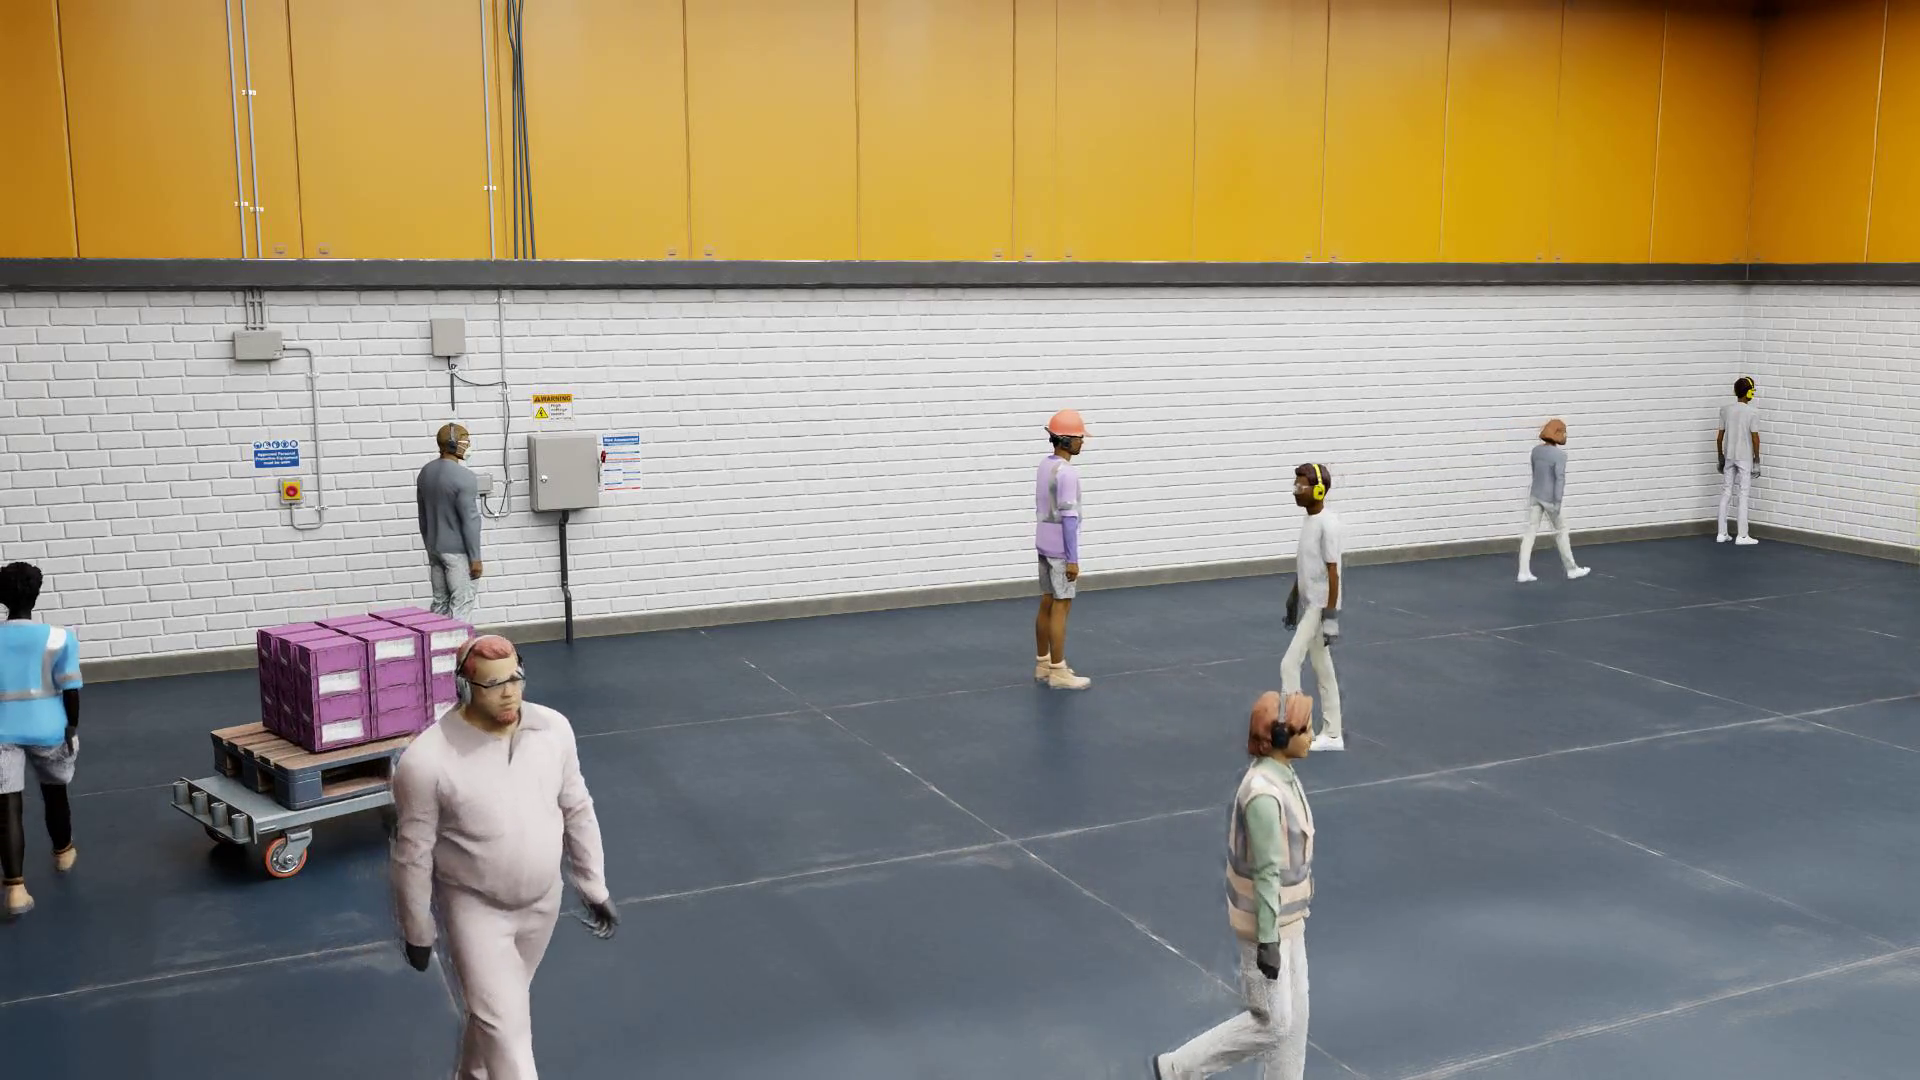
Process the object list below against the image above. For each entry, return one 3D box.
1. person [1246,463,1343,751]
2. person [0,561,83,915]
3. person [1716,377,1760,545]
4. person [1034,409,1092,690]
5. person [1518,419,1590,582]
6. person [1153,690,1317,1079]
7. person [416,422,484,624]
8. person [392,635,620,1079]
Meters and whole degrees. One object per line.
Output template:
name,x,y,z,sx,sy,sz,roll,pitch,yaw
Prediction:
person,2.096,0.438,10.435,0.769,1.845,0.555,0,9,0
person,-4.522,0.924,8.042,0.538,1.652,0.878,-4,10,-24
person,8.706,-0.885,18.585,0.328,1.873,0.519,-6,11,-32
person,0.753,0.064,12.166,0.397,2.043,0.609,-3,9,-15
person,5.831,-0.387,16.333,0.810,1.595,0.519,-4,10,-24
person,1.015,1.307,5.752,0.553,1.617,0.525,3,10,19
person,-3.735,0.102,12.259,0.629,1.937,0.379,7,12,39
person,-1.501,1.224,5.562,1.010,1.853,0.646,7,12,39
